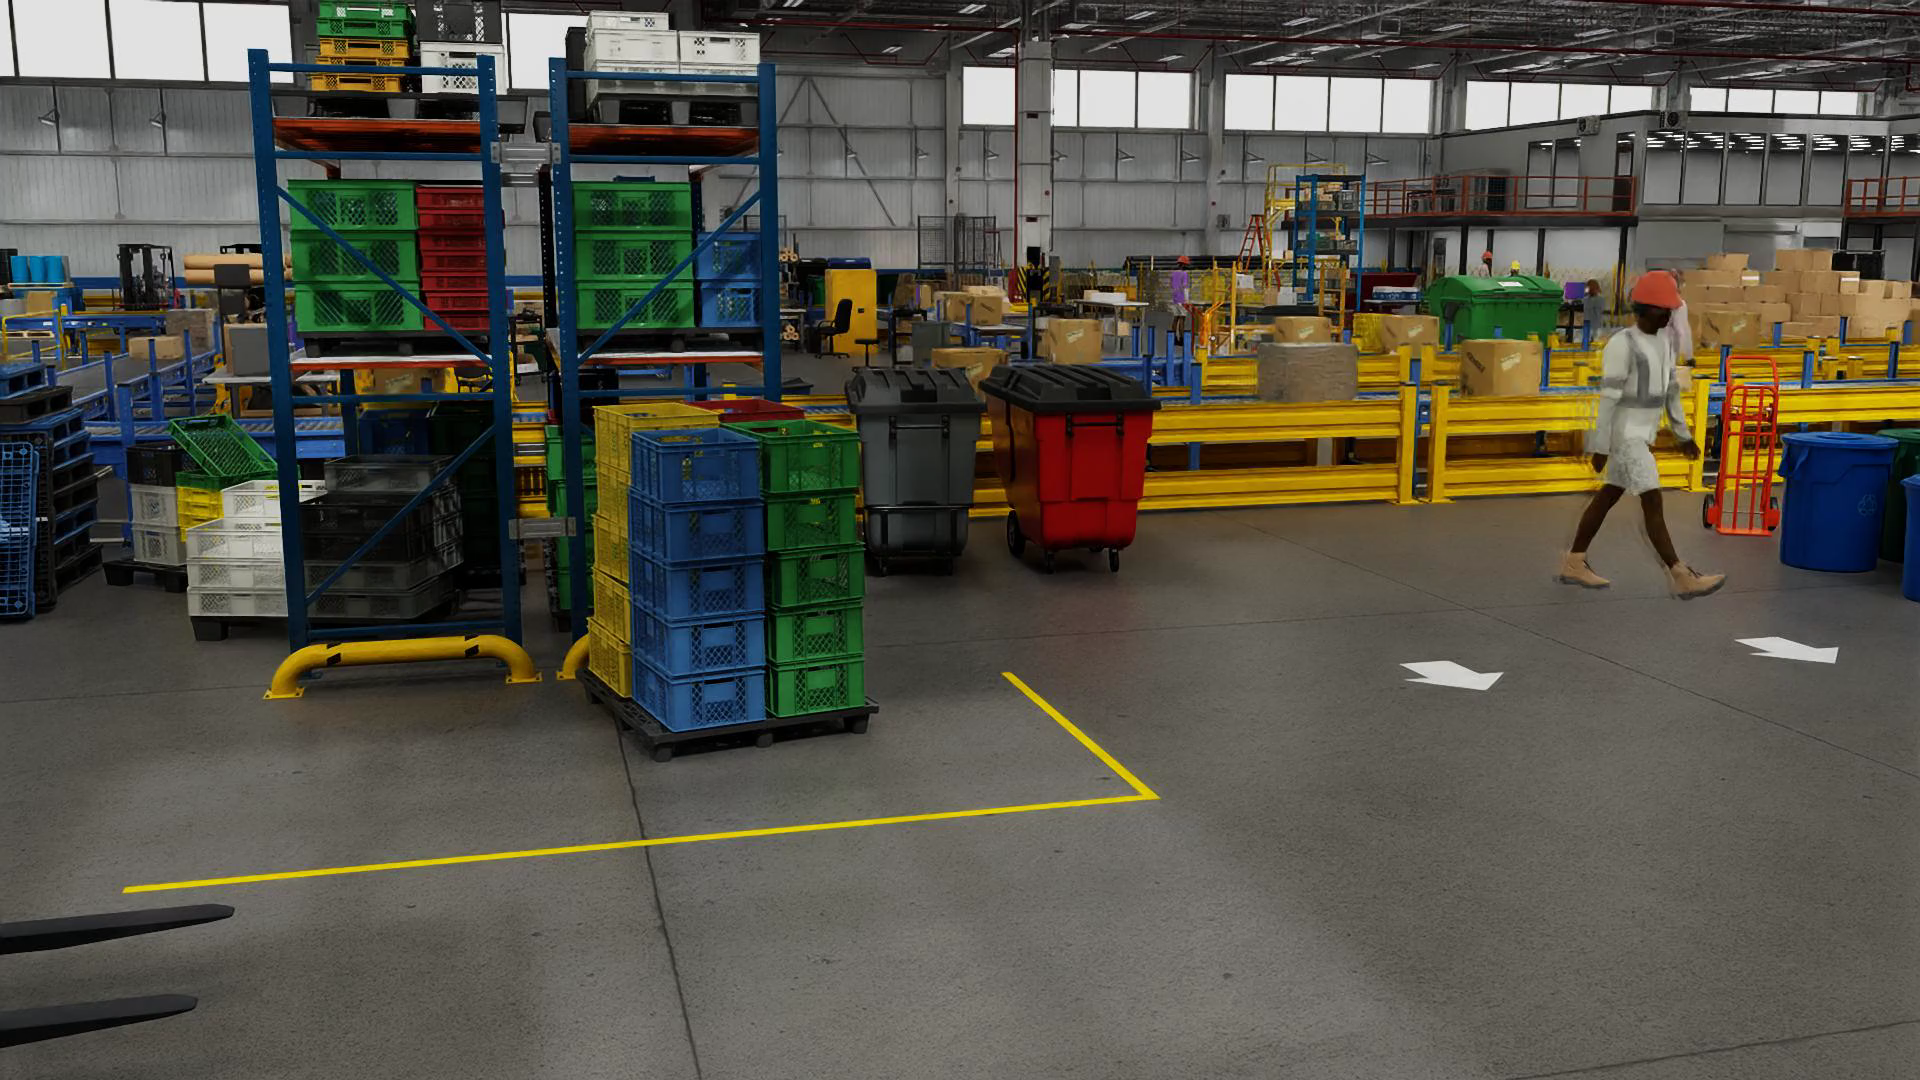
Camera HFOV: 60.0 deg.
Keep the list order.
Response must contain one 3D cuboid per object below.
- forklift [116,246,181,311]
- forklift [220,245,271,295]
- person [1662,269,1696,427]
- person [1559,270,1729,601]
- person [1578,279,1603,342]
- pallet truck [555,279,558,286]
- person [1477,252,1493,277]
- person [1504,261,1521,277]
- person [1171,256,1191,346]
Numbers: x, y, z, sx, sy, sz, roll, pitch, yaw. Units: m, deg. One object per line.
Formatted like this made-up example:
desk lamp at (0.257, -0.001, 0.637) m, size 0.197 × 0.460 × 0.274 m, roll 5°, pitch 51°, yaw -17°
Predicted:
forklift at (-19.966, -6.232, 40.894) m, size 1.157 × 1.987 × 2.680 m, roll -3°, pitch 10°, yaw -15°
forklift at (-17.749, -6.334, 41.440) m, size 1.157 × 1.987 × 2.680 m, roll -3°, pitch 10°, yaw -17°
person at (7.993, -2.077, 18.591) m, size 0.976 × 1.861 × 0.657 m, roll -1°, pitch 10°, yaw -8°
person at (4.147, -0.626, 10.043) m, size 1.059 × 1.970 × 0.602 m, roll 10°, pitch 14°, yaw 43°
person at (10.228, -3.433, 27.033) m, size 0.877 × 1.582 × 0.517 m, roll -3°, pitch 10°, yaw -16°
pallet truck at (-10.604, -6.375, 44.520) m, size 0.653 × 1.274 × 1.630 m, roll -3°, pitch 10°, yaw -15°
person at (13.607, -6.483, 43.187) m, size 0.392 × 1.990 × 0.611 m, roll 3°, pitch 11°, yaw 19°
person at (11.727, -5.004, 35.293) m, size 0.594 × 1.826 × 0.404 m, roll 5°, pitch 11°, yaw 28°
person at (4.758, -5.132, 35.714) m, size 0.374 × 1.928 × 0.542 m, roll -5°, pitch 11°, yaw -27°
